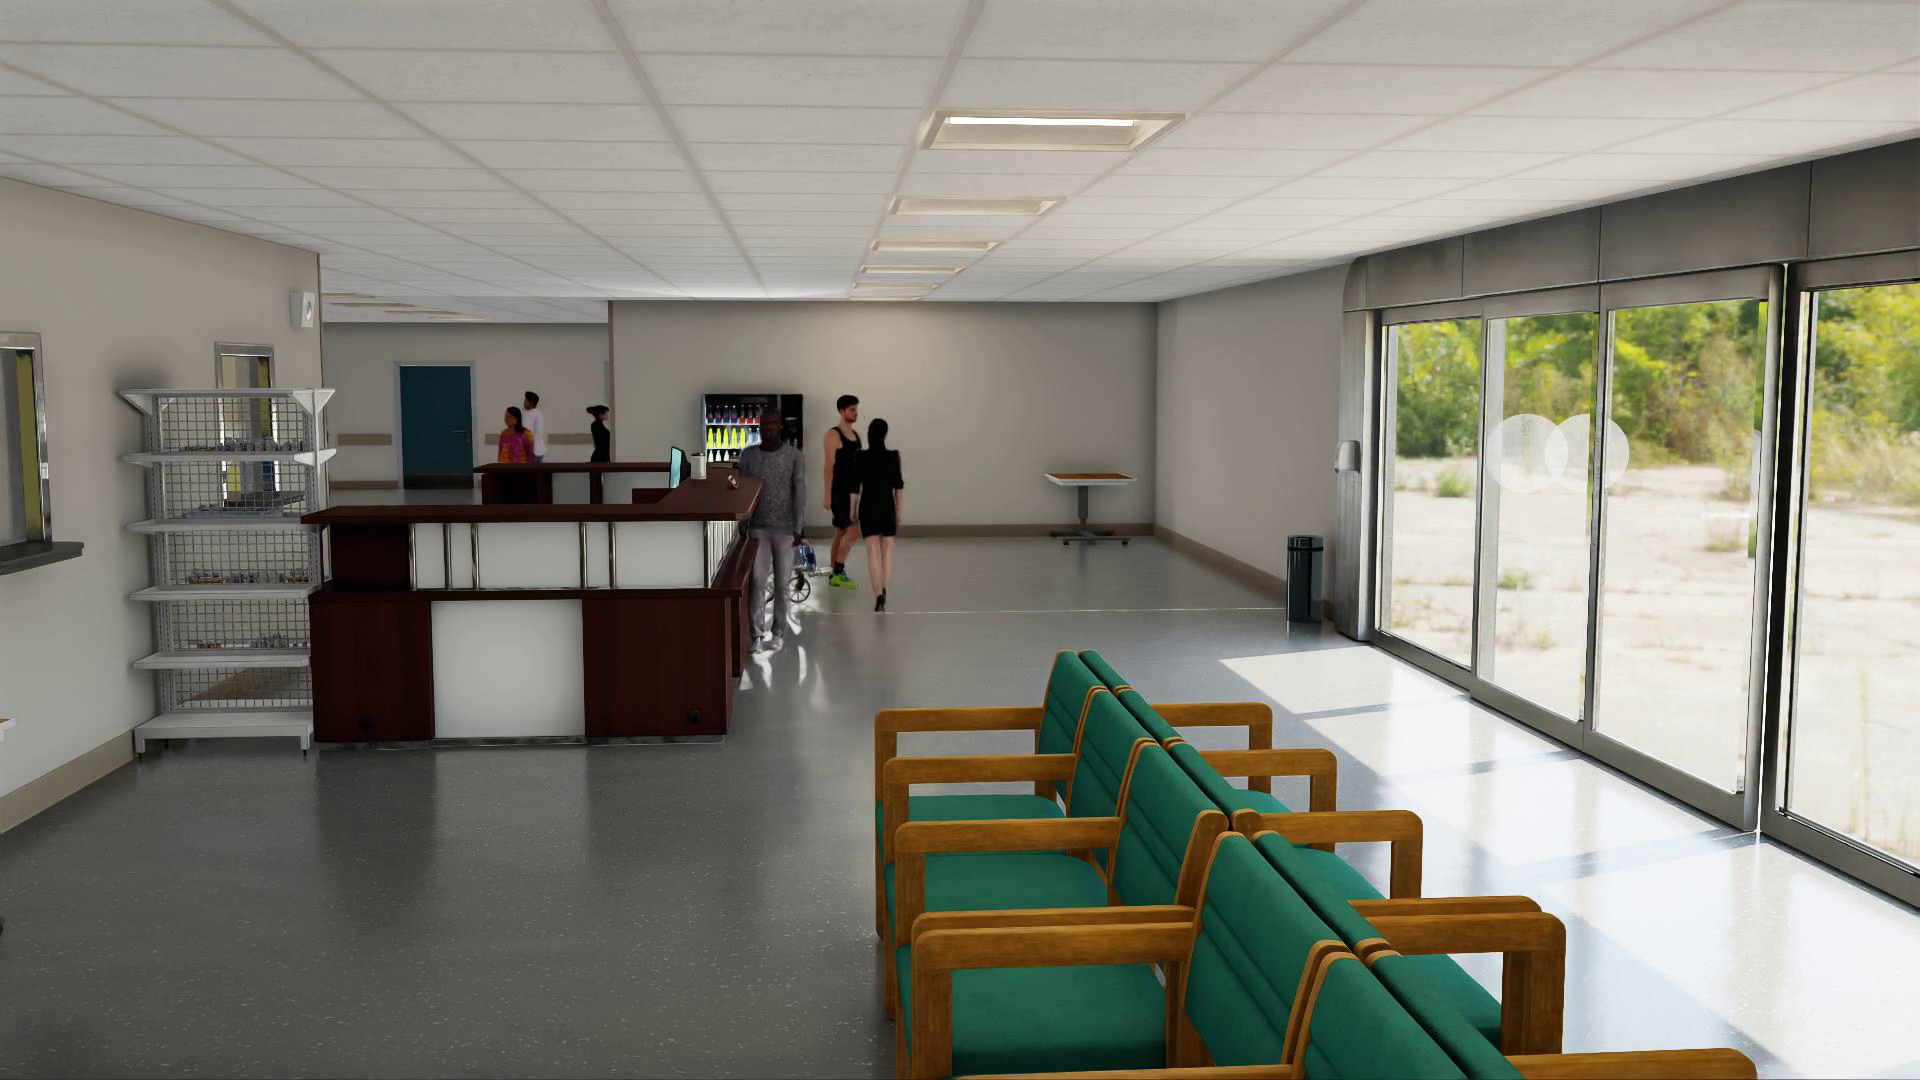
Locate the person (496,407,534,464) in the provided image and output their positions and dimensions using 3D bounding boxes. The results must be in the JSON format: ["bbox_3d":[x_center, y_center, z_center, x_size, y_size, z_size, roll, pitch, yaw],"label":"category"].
[{"bbox_3d":[-5.789,-0.927,21.851,0.827,1.654,0.873,2,6,20],"label":"person"}]

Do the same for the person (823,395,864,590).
[{"bbox_3d":[-1.194,-0.450,16.014,0.809,1.873,0.783,2,6,22],"label":"person"}]

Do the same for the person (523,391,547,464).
[{"bbox_3d":[-6.544,-1.400,25.806,0.808,1.802,0.750,1,6,12],"label":"person"}]

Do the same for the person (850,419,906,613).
[{"bbox_3d":[-0.688,-0.202,14.510,0.623,1.680,0.725,-2,6,-19],"label":"person"}]

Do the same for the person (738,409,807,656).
[{"bbox_3d":[-1.383,-0.060,12.448,0.934,1.810,0.781,0,6,-1],"label":"person"}]

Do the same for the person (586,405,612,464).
[{"bbox_3d":[-5.278,-1.121,23.994,1.112,1.610,0.866,-4,7,-33],"label":"person"}]
